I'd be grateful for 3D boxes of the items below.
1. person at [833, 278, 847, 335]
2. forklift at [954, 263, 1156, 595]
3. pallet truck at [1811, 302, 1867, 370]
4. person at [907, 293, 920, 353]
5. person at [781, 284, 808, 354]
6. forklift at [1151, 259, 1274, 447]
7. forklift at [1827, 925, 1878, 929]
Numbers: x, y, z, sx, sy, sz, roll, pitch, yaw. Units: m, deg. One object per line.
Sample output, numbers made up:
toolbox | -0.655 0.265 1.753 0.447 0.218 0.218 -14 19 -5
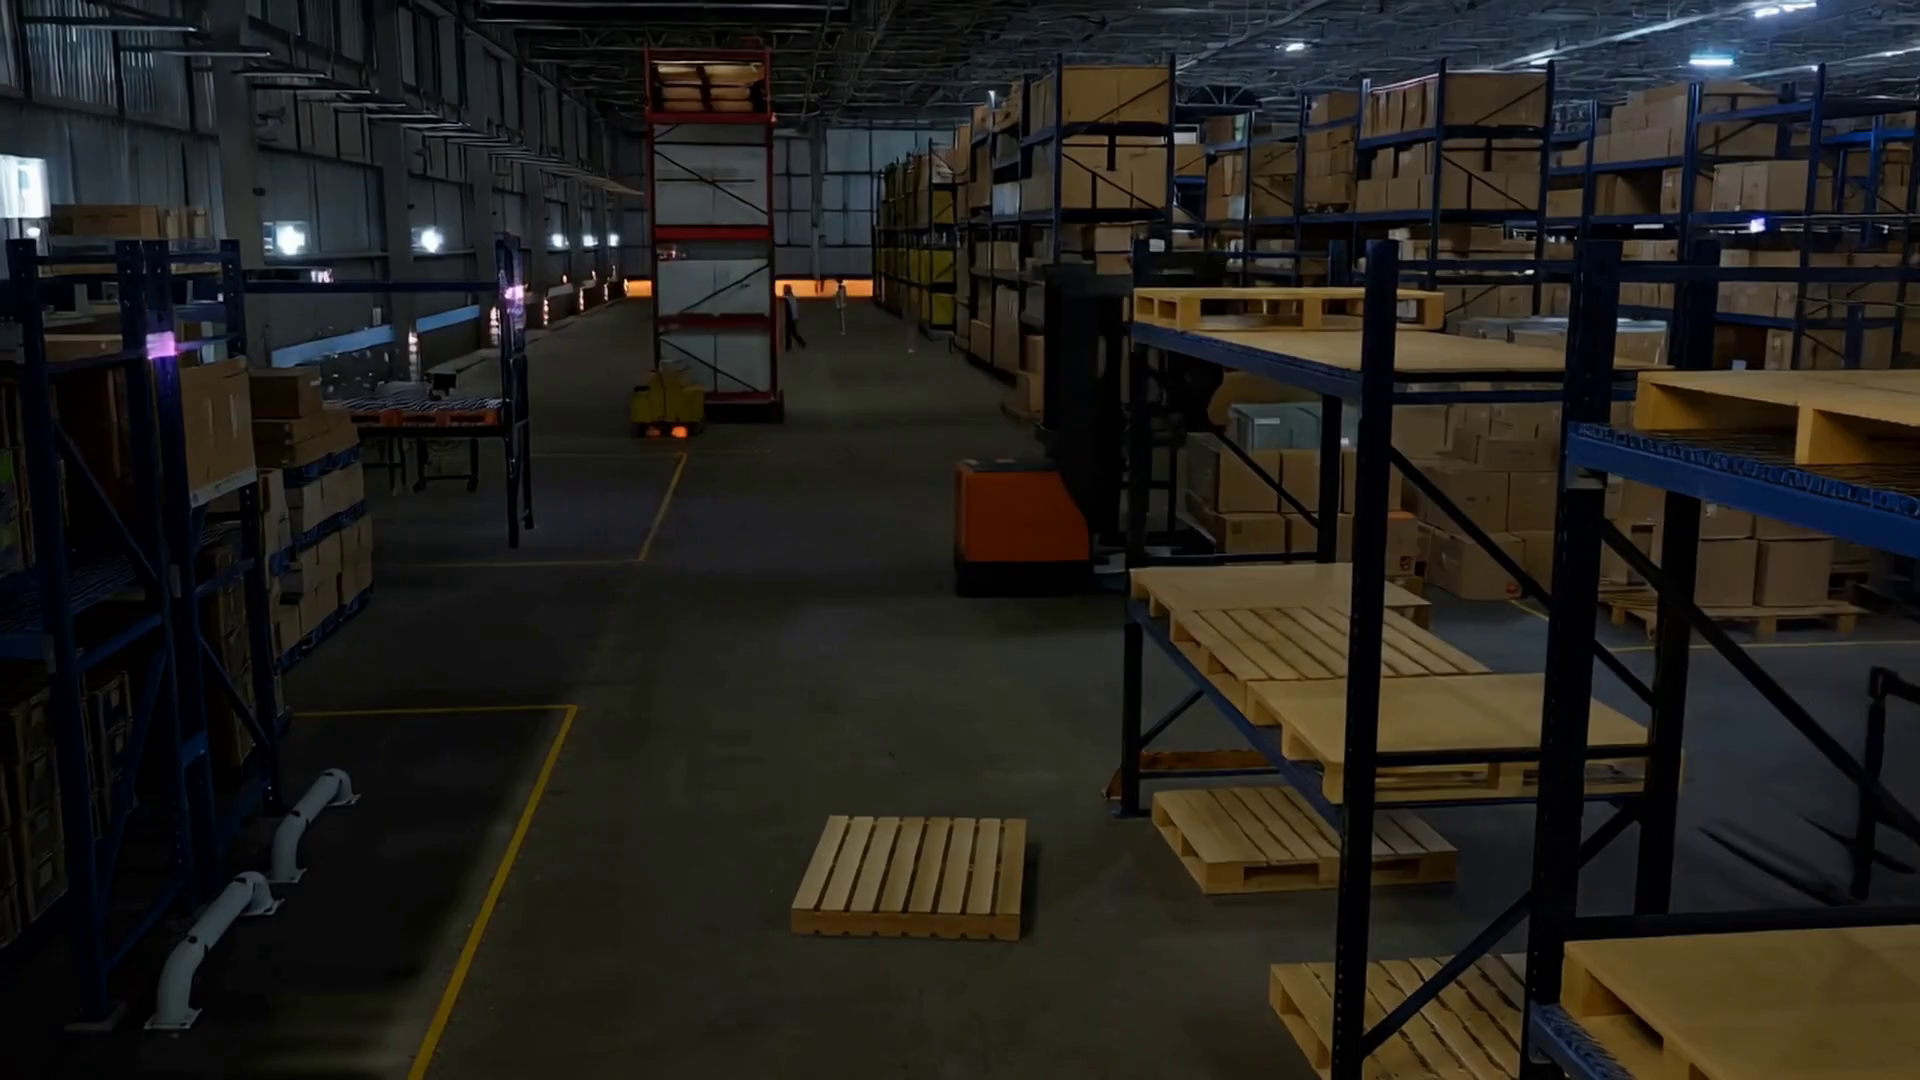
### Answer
person | -3.863 -7.524 53.541 0.430 1.837 0.625 -4 11 -20
forklift | 0.920 -1.002 14.488 1.873 2.768 1.129 -1 10 -6
pallet truck | 15.846 -3.142 28.793 1.885 1.965 0.823 2 10 12
person | -1.245 -5.806 44.618 0.456 1.618 0.500 0 10 -2
person | -4.432 -5.851 44.127 0.660 1.880 0.602 3 11 14
forklift | 3.636 -2.842 24.682 1.873 2.768 1.129 -2 10 -12
forklift | 4.481 0.505 6.135 1.129 2.768 1.873 -2 11 -13
